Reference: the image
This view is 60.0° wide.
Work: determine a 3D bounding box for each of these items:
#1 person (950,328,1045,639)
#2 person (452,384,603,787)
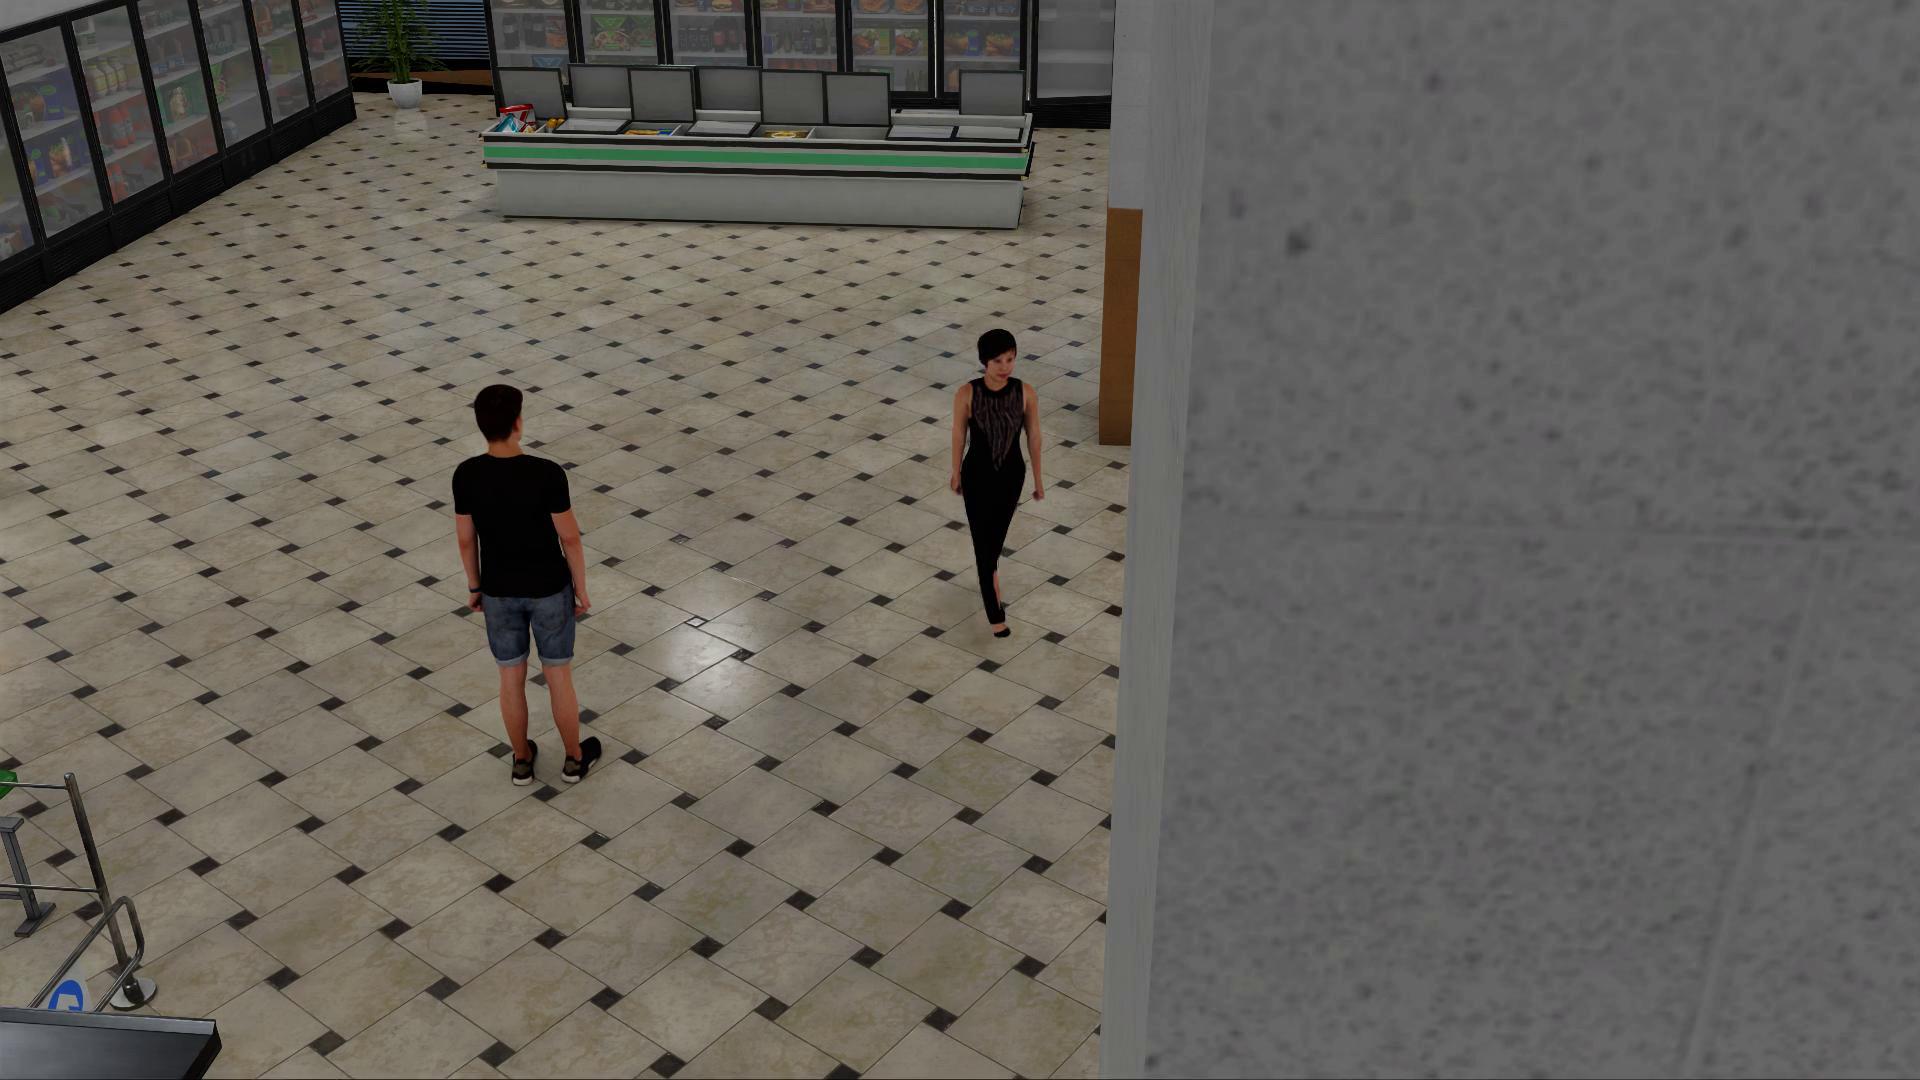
[{"bbox_3d":[0.157,-0.334,8.503,1.053,1.552,0.885,-7,28,-13],"label":"person"},{"bbox_3d":[-1.863,0.210,7.105,0.528,1.846,0.753,-1,27,-2],"label":"person"}]
